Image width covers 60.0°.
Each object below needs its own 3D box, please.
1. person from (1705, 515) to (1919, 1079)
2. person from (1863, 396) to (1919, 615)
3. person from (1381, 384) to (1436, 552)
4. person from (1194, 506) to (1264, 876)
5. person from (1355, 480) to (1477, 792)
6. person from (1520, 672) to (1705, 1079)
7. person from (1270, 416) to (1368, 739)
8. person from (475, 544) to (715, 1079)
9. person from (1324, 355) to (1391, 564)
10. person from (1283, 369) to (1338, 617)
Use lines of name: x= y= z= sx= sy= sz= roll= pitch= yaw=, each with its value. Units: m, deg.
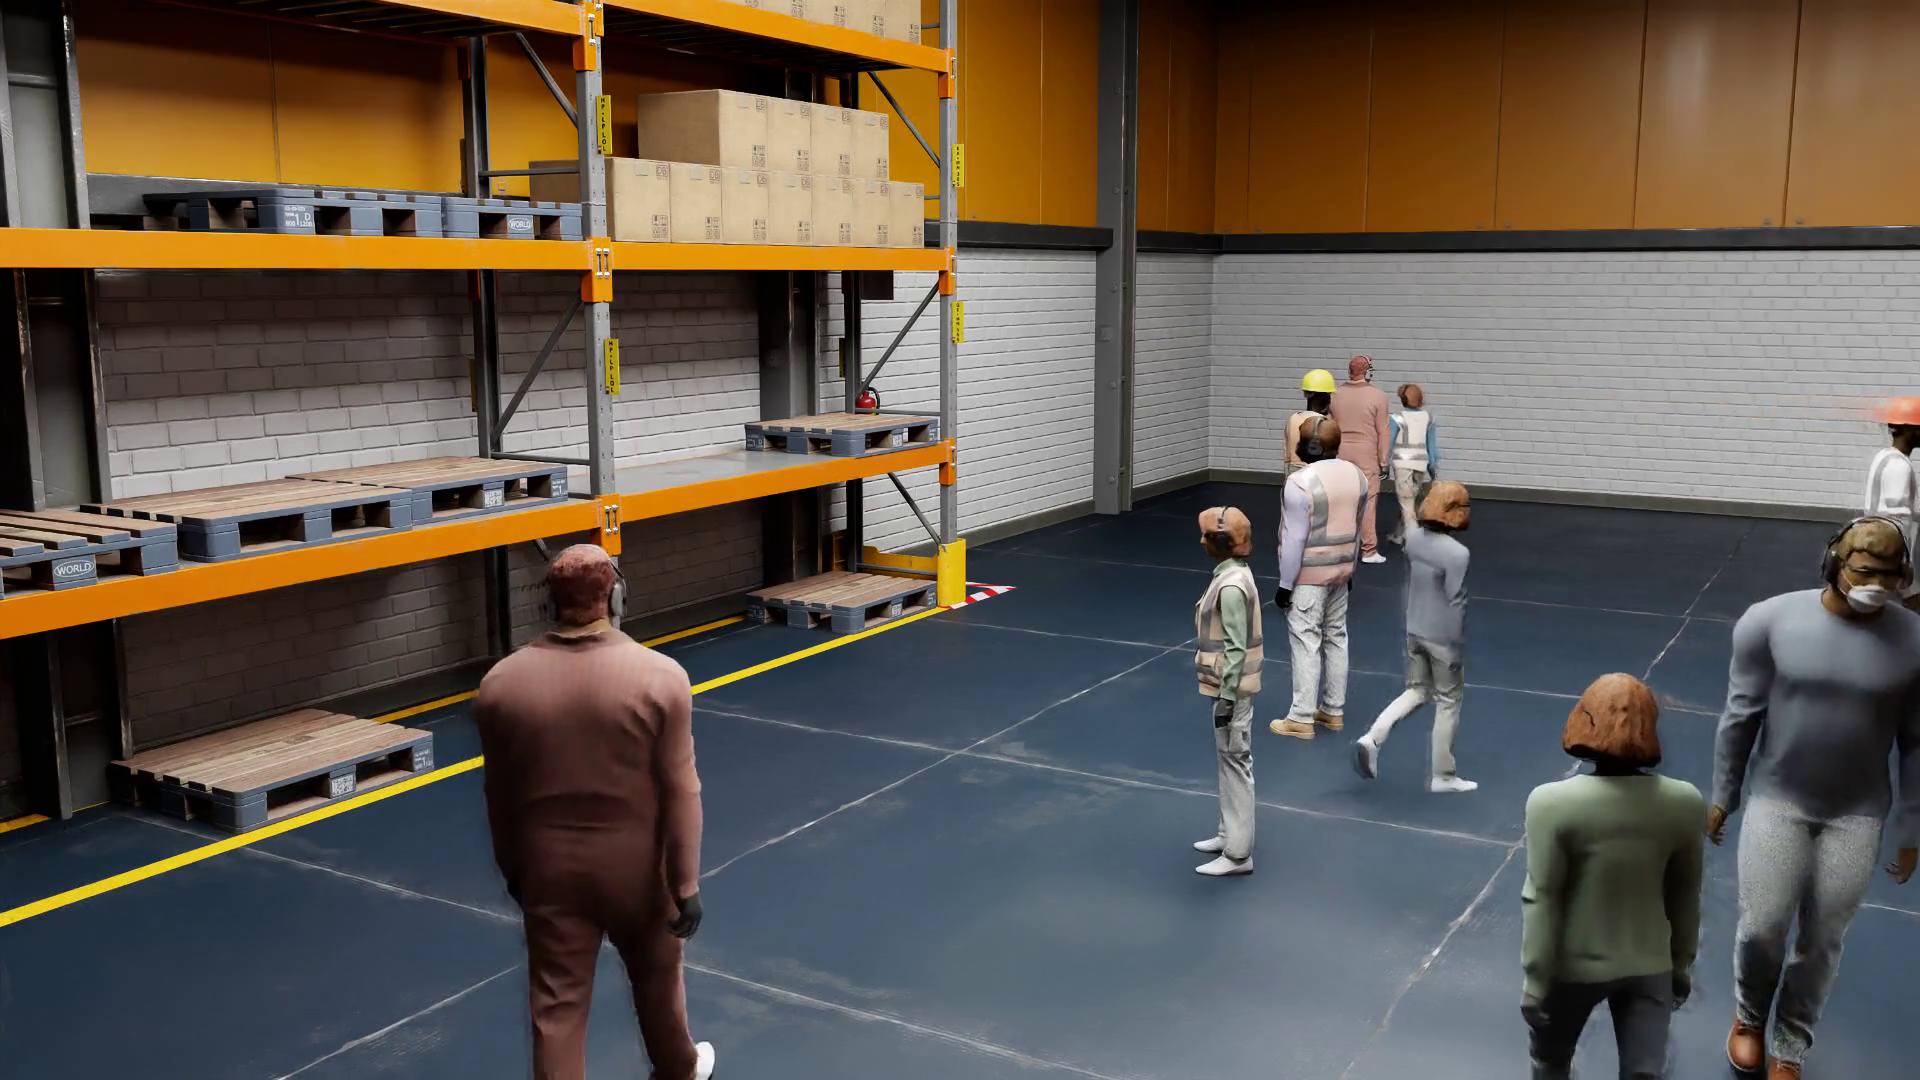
person: x=2.713 y=0.861 z=5.226 sx=0.653 sy=1.918 sz=0.422 roll=3 pitch=10 yaw=20
person: x=5.871 y=0.041 z=10.442 sx=1.022 sy=1.884 sz=0.563 roll=5 pitch=10 yaw=27
person: x=4.273 y=-0.691 z=15.923 sx=0.535 sy=1.597 sz=0.781 roll=-3 pitch=10 yaw=-20
person: x=1.181 y=0.662 z=7.344 sx=0.311 sy=1.636 sz=0.521 roll=1 pitch=9 yaw=8
person: x=2.344 y=0.498 z=8.413 sx=0.571 sy=1.620 sz=0.506 roll=-3 pitch=10 yaw=-20
person: x=1.745 y=1.154 z=4.420 sx=0.502 sy=1.594 sz=0.843 roll=0 pitch=9 yaw=-2
person: x=2.032 y=0.211 z=9.524 sx=0.633 sy=1.843 sz=0.429 roll=-7 pitch=12 yaw=-38
person: x=-1.047 y=0.931 z=4.950 sx=0.657 sy=1.861 sz=0.925 roll=1 pitch=9 yaw=4
person: x=3.648 y=-0.735 z=15.224 sx=0.637 sy=1.911 sz=0.403 roll=7 pitch=12 yaw=39
person: x=2.685 y=-0.332 z=12.640 sx=0.361 sy=1.929 sz=0.587 roll=-4 pitch=10 yaw=-25
